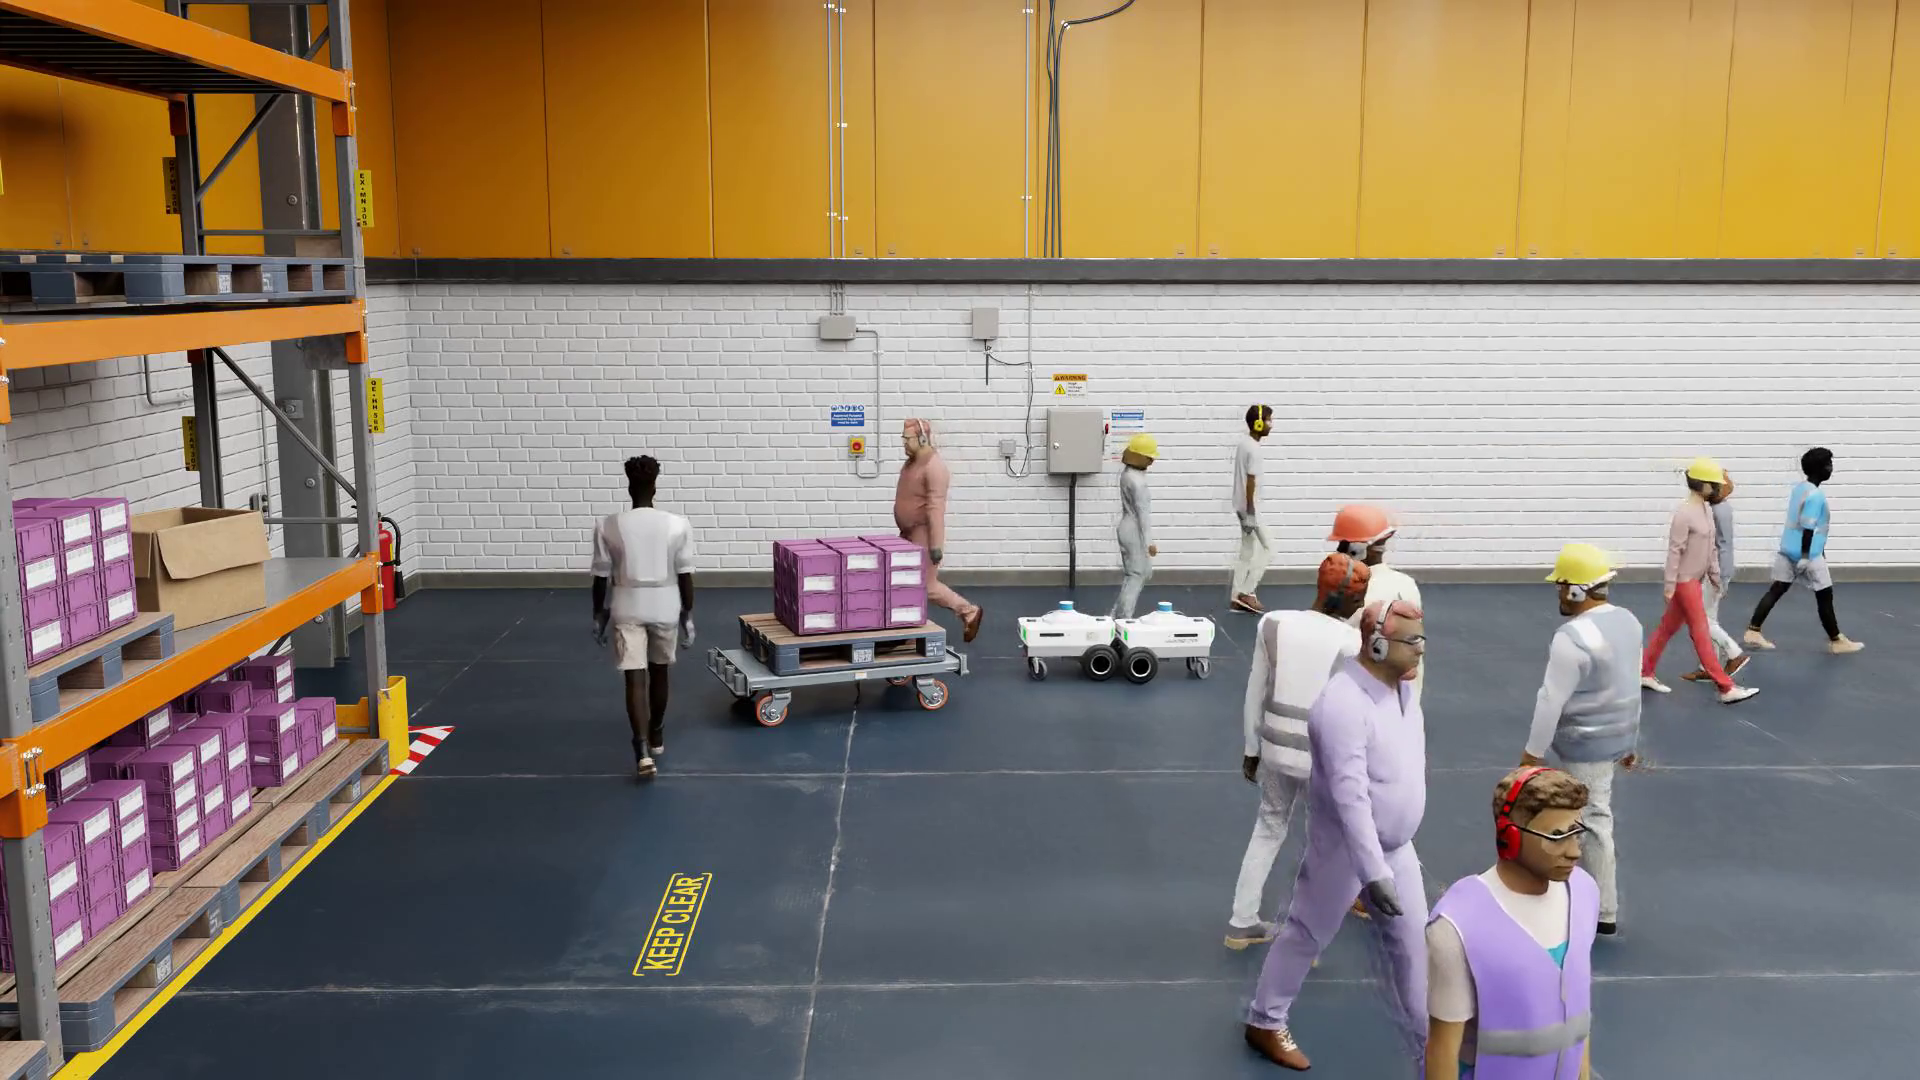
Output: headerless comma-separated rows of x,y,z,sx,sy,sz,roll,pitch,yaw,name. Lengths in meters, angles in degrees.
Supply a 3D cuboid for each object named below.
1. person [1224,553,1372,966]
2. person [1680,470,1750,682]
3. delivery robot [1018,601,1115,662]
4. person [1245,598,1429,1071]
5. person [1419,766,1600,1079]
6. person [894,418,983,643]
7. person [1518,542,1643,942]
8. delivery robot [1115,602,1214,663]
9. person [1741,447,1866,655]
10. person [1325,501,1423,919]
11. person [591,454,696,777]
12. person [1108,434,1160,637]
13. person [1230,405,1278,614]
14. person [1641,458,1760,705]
1.503,0.952,7.204,0.638,1.848,0.391,6,11,34,person
5.485,0.258,12.105,0.400,1.617,0.529,3,10,16,person
0.789,0.698,12.399,0.707,0.478,0.477,0,9,-2,delivery robot
1.510,1.129,6.110,1.039,1.848,0.651,9,13,43,person
1.359,1.445,4.194,0.563,1.838,0.383,-6,11,-34,person
-0.245,-0.038,13.162,0.730,1.878,0.648,-4,10,-22,person
2.788,0.904,7.585,0.618,1.806,0.588,9,13,44,person
1.520,0.705,12.359,0.707,0.478,0.477,-1,9,-7,delivery robot
6.659,0.088,13.085,0.894,1.647,0.531,1,9,7,person
1.855,0.794,7.774,0.685,1.964,0.611,7,12,39,person
-1.912,0.440,10.082,0.612,1.930,0.974,-3,10,-15,person
1.440,-0.021,13.589,0.364,1.710,0.509,0,9,-2,person
2.595,-0.259,14.590,0.487,1.847,0.548,0,9,0,person
5.201,0.286,11.666,0.936,1.711,0.532,8,13,42,person
